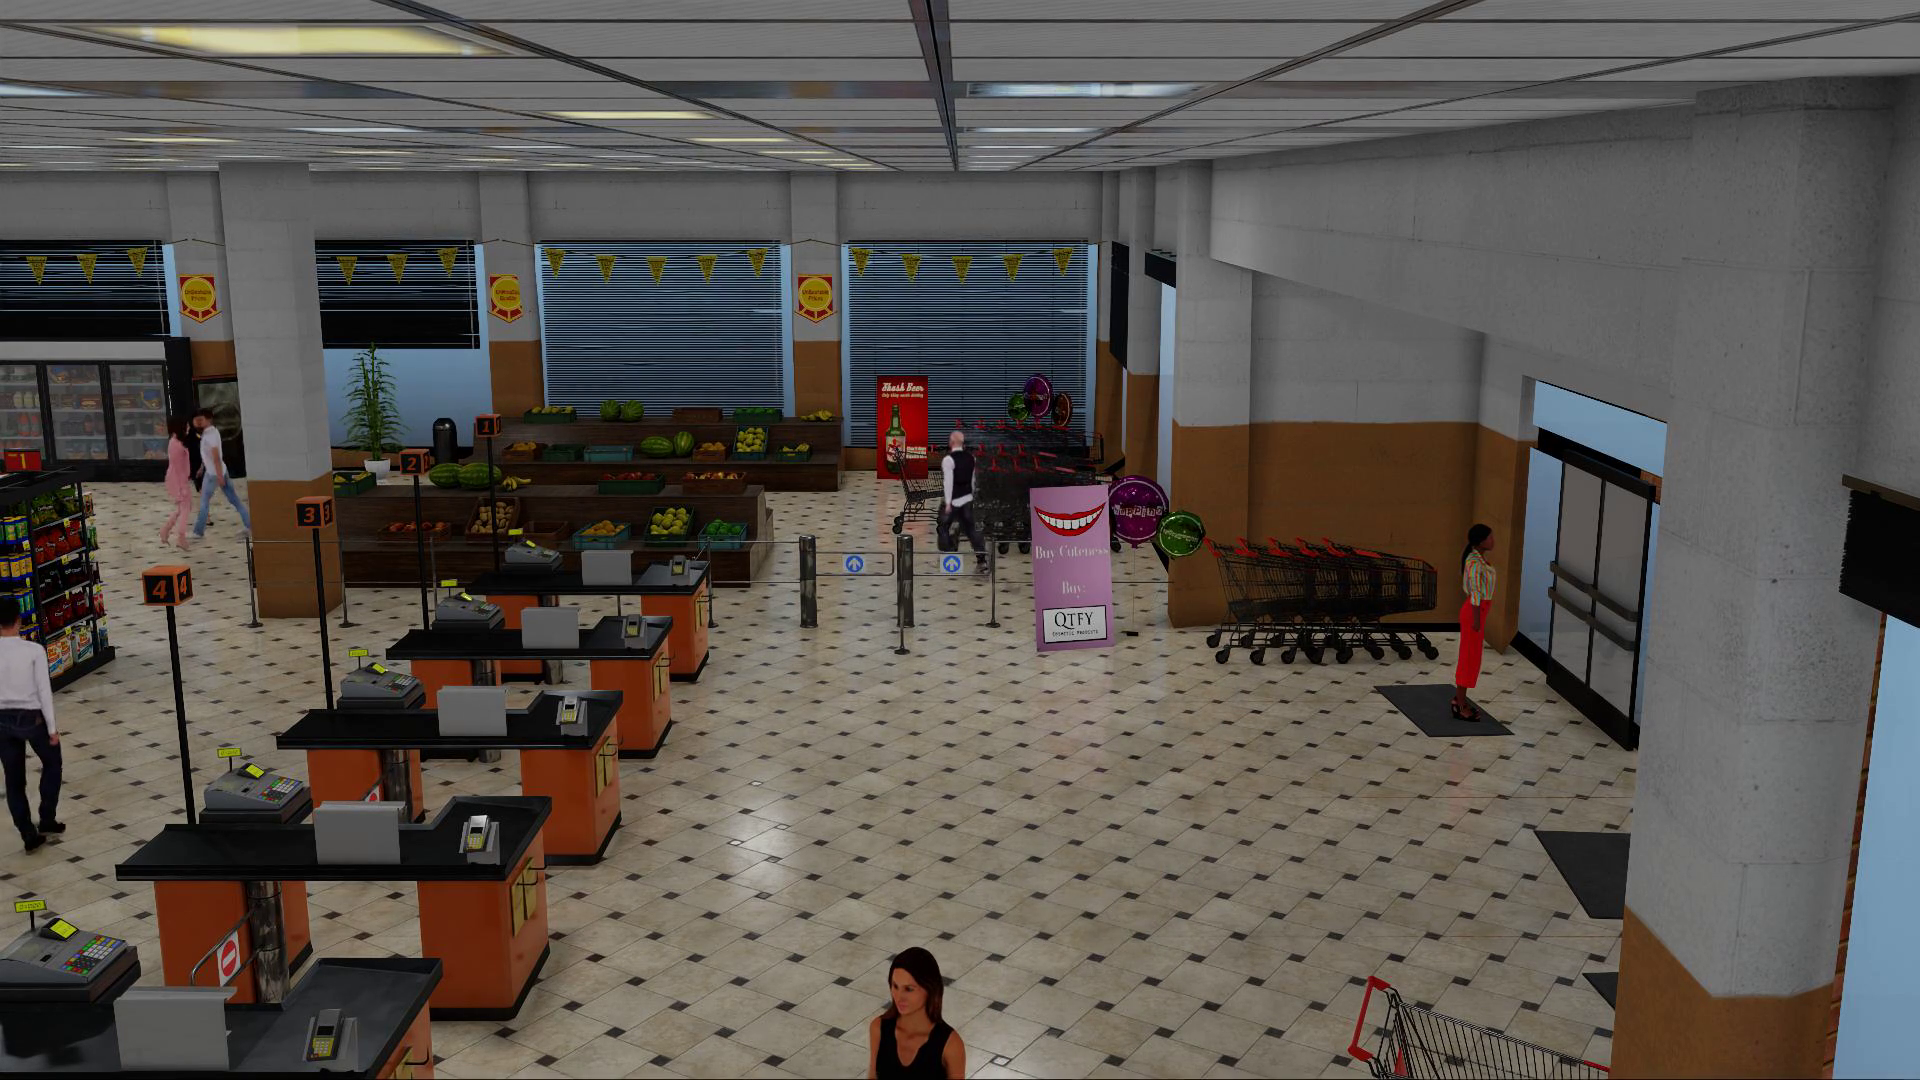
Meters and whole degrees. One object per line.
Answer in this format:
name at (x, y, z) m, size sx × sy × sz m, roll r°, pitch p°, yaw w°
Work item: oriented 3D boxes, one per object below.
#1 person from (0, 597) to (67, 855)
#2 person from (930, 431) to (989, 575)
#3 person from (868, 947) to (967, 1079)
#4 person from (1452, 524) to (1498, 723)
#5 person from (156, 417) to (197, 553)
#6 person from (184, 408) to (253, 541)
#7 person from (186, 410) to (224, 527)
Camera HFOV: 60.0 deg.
person at (-6.725, 1.349, 11.862) m, size 0.704 × 1.856 × 0.783 m, roll -3°, pitch 12°, yaw -13°
person at (0.038, -0.413, 20.408) m, size 1.249 × 1.782 × 1.266 m, roll -10°, pitch 16°, yaw -41°
person at (-0.169, 2.473, 6.576) m, size 0.586 × 1.834 × 0.714 m, roll 5°, pitch 13°, yaw 21°
person at (4.615, 0.732, 14.950) m, size 0.627 × 1.792 × 0.657 m, roll 3°, pitch 12°, yaw 16°
person at (-10.332, -0.705, 21.805) m, size 0.928 × 1.778 × 0.857 m, roll -6°, pitch 13°, yaw -27°
person at (-9.988, -0.878, 22.573) m, size 1.231 × 1.801 × 0.874 m, roll -3°, pitch 12°, yaw -14°
person at (-10.767, -1.030, 23.664) m, size 1.080 × 1.649 × 1.087 m, roll -8°, pitch 14°, yaw -34°
